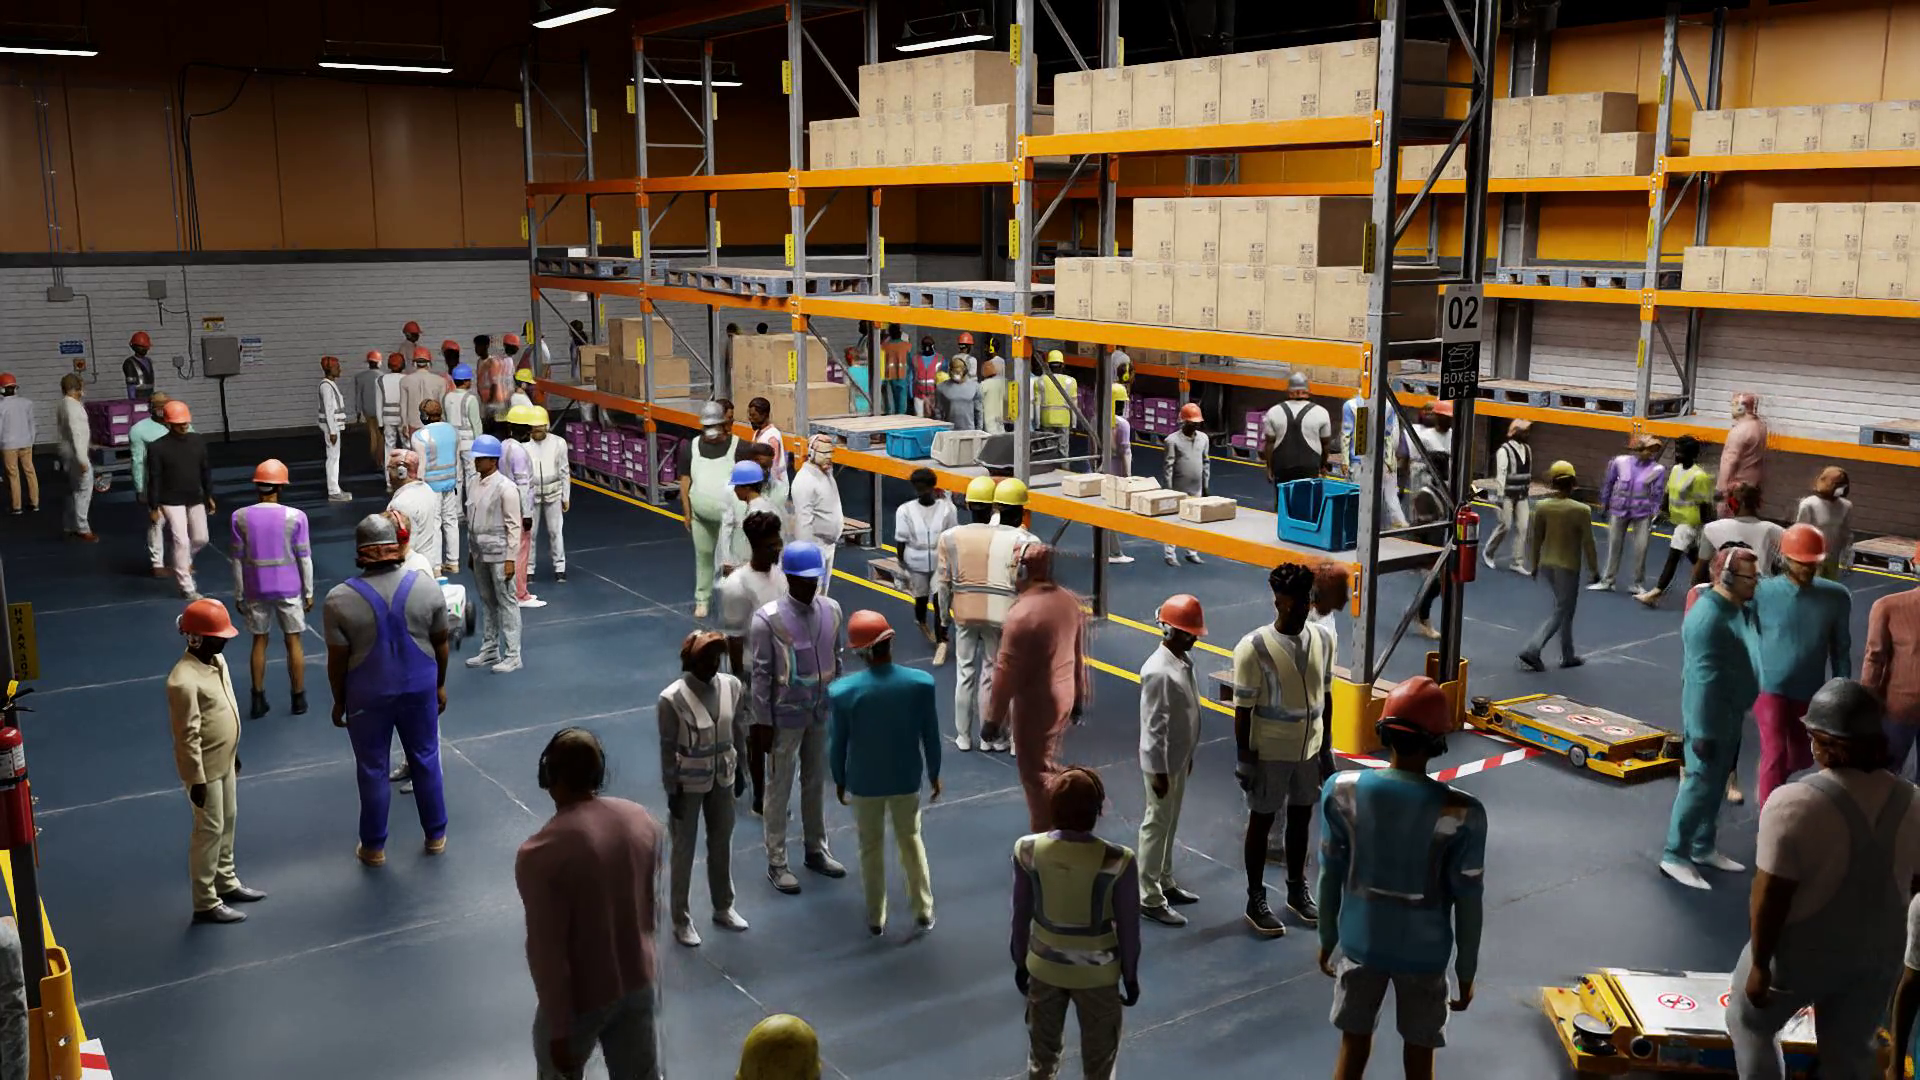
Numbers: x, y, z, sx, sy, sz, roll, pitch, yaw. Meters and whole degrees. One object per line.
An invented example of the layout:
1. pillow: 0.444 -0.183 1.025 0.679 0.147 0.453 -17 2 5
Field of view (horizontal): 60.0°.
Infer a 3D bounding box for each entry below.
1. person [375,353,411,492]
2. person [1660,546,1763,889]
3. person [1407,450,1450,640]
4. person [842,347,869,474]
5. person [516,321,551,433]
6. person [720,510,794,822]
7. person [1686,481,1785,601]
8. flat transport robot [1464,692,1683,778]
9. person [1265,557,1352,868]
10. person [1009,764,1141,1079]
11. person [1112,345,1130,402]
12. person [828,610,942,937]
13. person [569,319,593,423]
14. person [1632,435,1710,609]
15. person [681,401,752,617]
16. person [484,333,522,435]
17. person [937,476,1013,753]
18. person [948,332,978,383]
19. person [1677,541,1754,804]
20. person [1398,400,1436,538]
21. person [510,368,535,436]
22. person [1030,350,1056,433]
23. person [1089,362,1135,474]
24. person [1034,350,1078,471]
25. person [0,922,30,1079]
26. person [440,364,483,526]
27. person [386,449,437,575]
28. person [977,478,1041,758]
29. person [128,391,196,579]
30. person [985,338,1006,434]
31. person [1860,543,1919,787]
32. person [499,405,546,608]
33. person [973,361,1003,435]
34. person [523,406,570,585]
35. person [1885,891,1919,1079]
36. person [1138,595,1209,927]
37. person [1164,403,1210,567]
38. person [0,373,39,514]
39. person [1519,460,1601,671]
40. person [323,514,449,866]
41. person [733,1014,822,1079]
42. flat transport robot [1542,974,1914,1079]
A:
1. person: -7.552 -1.579 22.367 0.578 1.876 0.367 0 11 0
2. person: 4.224 0.974 9.245 0.401 1.913 0.653 9 14 39
3. person: 4.164 0.045 14.540 0.369 1.678 0.549 9 14 38
4. person: -1.492 -1.858 23.982 0.658 1.816 0.580 5 12 25
5. person: -6.807 -2.482 26.556 0.536 2.000 0.677 -5 12 -26
6. person: -1.287 0.754 10.236 0.592 1.950 0.614 7 13 32
7. person: 5.641 0.457 12.154 0.567 1.791 0.949 1 11 5
8. flat transport robot: 4.289 1.325 11.614 0.652 0.197 1.431 -6 13 -27
9. person: 1.934 0.978 9.343 0.520 1.847 0.616 5 12 23
10. person: 0.435 1.667 6.381 0.521 1.633 0.313 5 12 23
11. person: 2.528 -2.361 26.473 0.349 1.836 0.517 -8 14 -37
12. person: -0.382 1.201 8.514 0.589 1.725 0.351 -3 11 -13
13. person: -6.492 -2.803 28.481 0.377 1.935 0.624 1 11 5
14. person: 6.805 -0.169 15.709 0.858 1.640 0.531 0 11 -1
15. person: -2.240 -0.282 15.297 0.693 2.000 0.544 1 11 5
16. person: -7.113 -2.235 25.634 0.777 1.906 0.571 -4 12 -22
17. person: 0.141 0.518 11.490 0.589 1.928 0.384 2 11 9
18. person: 0.071 -2.199 25.404 0.543 1.929 0.385 10 15 41
19. person: 4.819 0.829 10.503 0.531 1.693 0.320 2 11 10
20. person: 4.911 -0.581 17.415 0.615 1.815 0.644 4 12 18
21. person: -5.582 -1.319 21.327 0.327 1.760 0.524 0 11 2
22. person: 1.009 -1.592 22.330 0.587 1.914 0.392 -5 12 -23
23. person: 1.973 -1.394 21.544 0.870 1.832 0.559 -4 12 -21
24. person: 1.271 -1.566 22.162 0.587 1.926 0.366 1 11 4
25. person: -3.308 1.784 5.489 0.487 1.744 0.297 1 11 8
26. person: -5.897 -1.120 19.819 0.602 1.949 0.389 7 13 30
27. person: -4.298 0.235 12.984 0.411 1.913 0.643 -1 11 -3
28. person: 0.325 0.530 11.430 0.590 1.926 0.388 7 13 34
29. person: -8.133 -0.569 17.056 0.668 1.930 0.371 -11 15 -44
30. person: 0.522 -2.132 25.234 0.325 1.861 0.515 5 12 26
31. person: 5.279 0.942 9.149 0.622 1.992 0.388 1 11 5
32. person: -4.165 -0.319 15.783 0.376 1.921 0.594 -6 13 -28
33. person: 0.351 -1.792 24.160 0.825 1.597 0.515 7 13 31
34. person: -4.215 -0.447 16.712 0.594 1.823 0.406 -4 12 -18
35. person: 3.286 1.754 5.379 0.513 1.844 0.328 9 14 38
36. person: 1.129 1.139 8.780 0.338 1.743 0.560 4 12 21
37. person: 2.414 -0.582 17.600 0.574 1.743 0.352 -6 12 -27
38. person: -11.813 -1.207 20.762 0.327 1.753 0.563 5 12 25
39. person: 4.883 0.215 13.554 0.631 1.728 0.537 -4 12 -21
40. person: -3.293 0.839 9.558 0.676 2.000 0.536 -6 13 -29
41. person: -0.471 2.034 4.239 0.495 1.730 0.321 2 11 10
42. flat transport robot: 3.401 2.151 7.386 1.431 0.197 0.652 1 11 6
